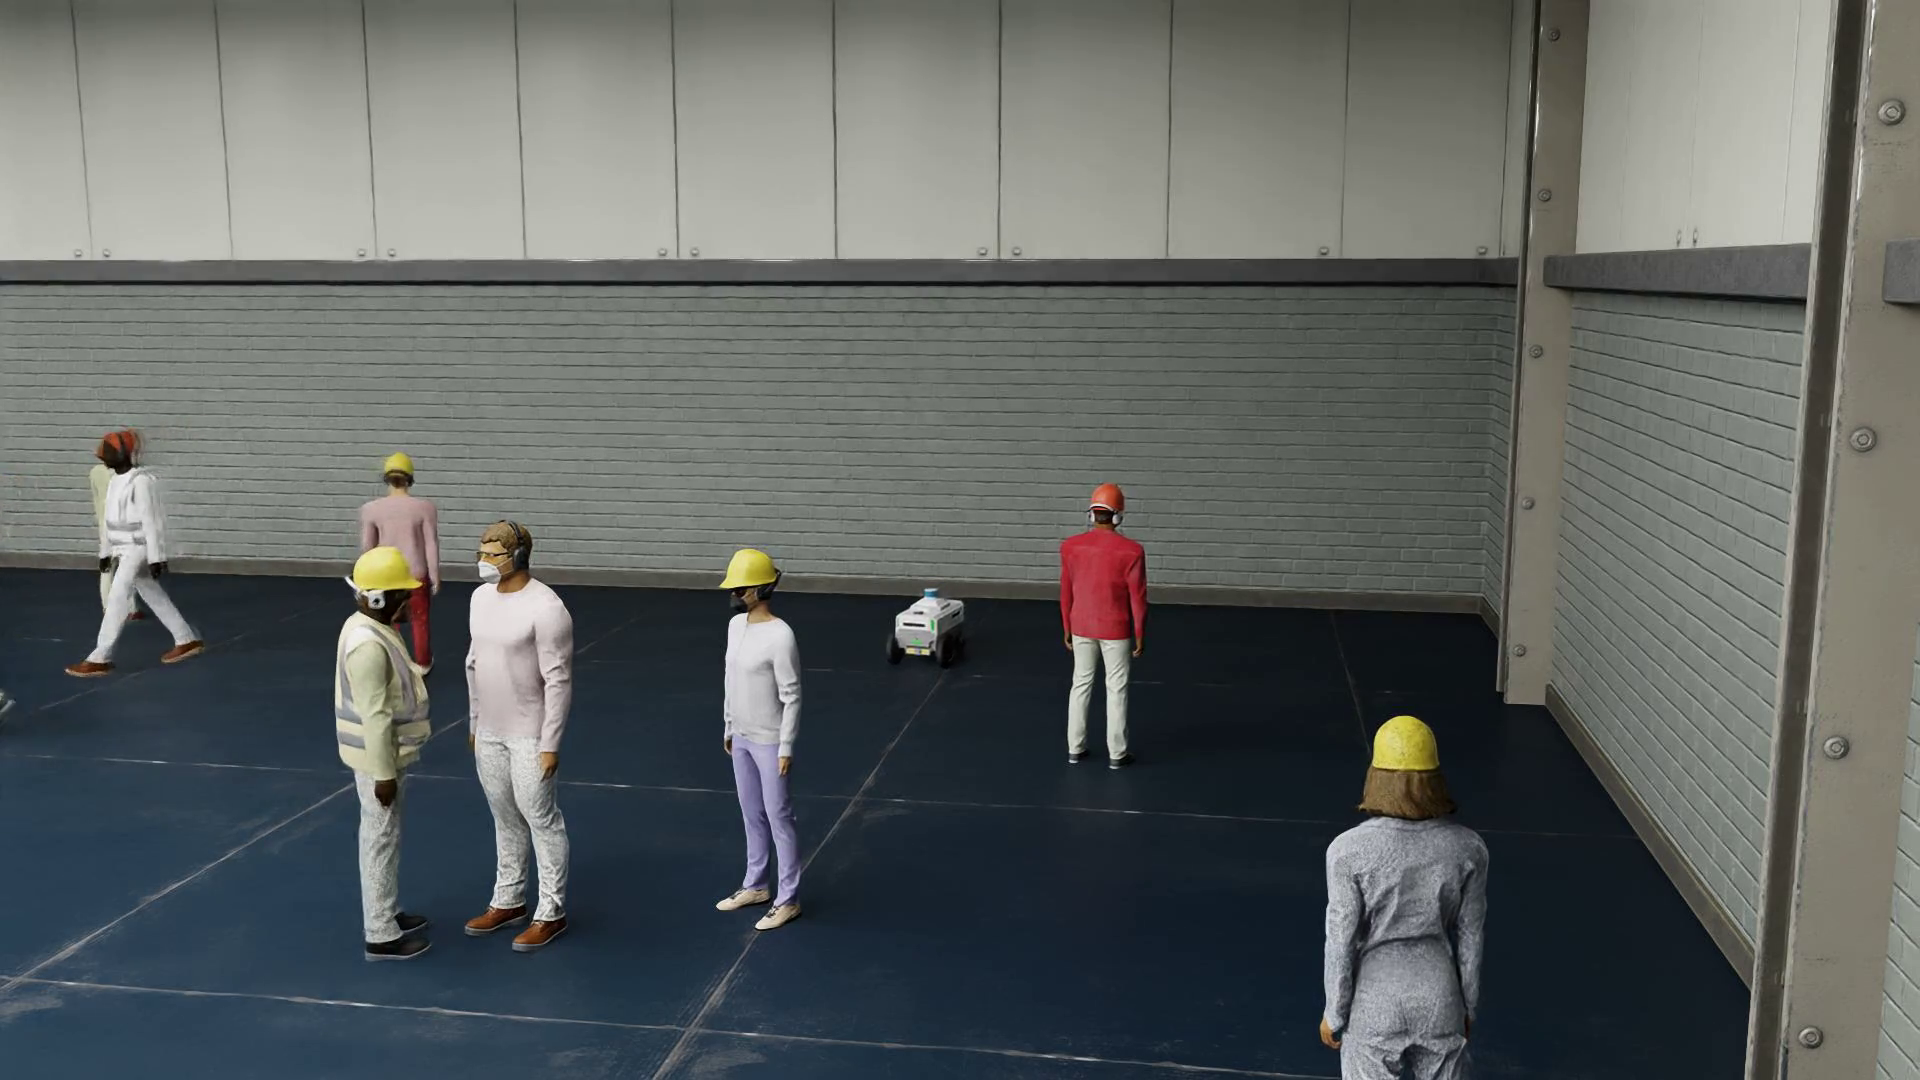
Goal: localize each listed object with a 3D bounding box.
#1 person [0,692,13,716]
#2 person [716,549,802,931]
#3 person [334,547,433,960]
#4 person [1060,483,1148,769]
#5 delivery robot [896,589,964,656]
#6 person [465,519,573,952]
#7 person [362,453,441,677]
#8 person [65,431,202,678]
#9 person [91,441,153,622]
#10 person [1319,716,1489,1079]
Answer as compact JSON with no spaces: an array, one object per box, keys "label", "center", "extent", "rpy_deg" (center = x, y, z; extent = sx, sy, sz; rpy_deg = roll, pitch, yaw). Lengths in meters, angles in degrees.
[{"label":"person","center":[-6.410,0.455,10.631],"extent":[0.421,1.729,0.640],"rpy_deg":[-8,13,-42]},{"label":"person","center":[-0.941,0.915,7.700],"extent":[0.316,1.767,0.535],"rpy_deg":[-8,12,-39]},{"label":"person","center":[-2.550,0.935,7.383],"extent":[0.404,1.827,0.600],"rpy_deg":[-3,10,-20]},{"label":"person","center":[0.889,0.522,10.197],"extent":[0.567,1.743,0.352],"rpy_deg":[5,10,27]},{"label":"delivery robot","center":[-0.228,0.622,12.944],"extent":[0.477,0.478,0.707],"rpy_deg":[3,10,20]},{"label":"person","center":[-1.993,0.866,7.473],"extent":[0.631,1.940,0.372],"rpy_deg":[7,11,35]},{"label":"person","center":[-4.033,0.231,12.042],"extent":[0.545,1.711,0.898],"rpy_deg":[-2,9,-10]},{"label":"person","center":[-6.297,0.084,12.630],"extent":[1.003,1.835,0.596],"rpy_deg":[-9,13,-43]},{"label":"person","center":[-7.279,-0.103,14.403],"extent":[0.506,1.628,0.284],"rpy_deg":[4,10,23]},{"label":"person","center":[1.299,1.378,4.937],"extent":[0.487,1.736,0.322],"rpy_deg":[-1,9,-5]}]
